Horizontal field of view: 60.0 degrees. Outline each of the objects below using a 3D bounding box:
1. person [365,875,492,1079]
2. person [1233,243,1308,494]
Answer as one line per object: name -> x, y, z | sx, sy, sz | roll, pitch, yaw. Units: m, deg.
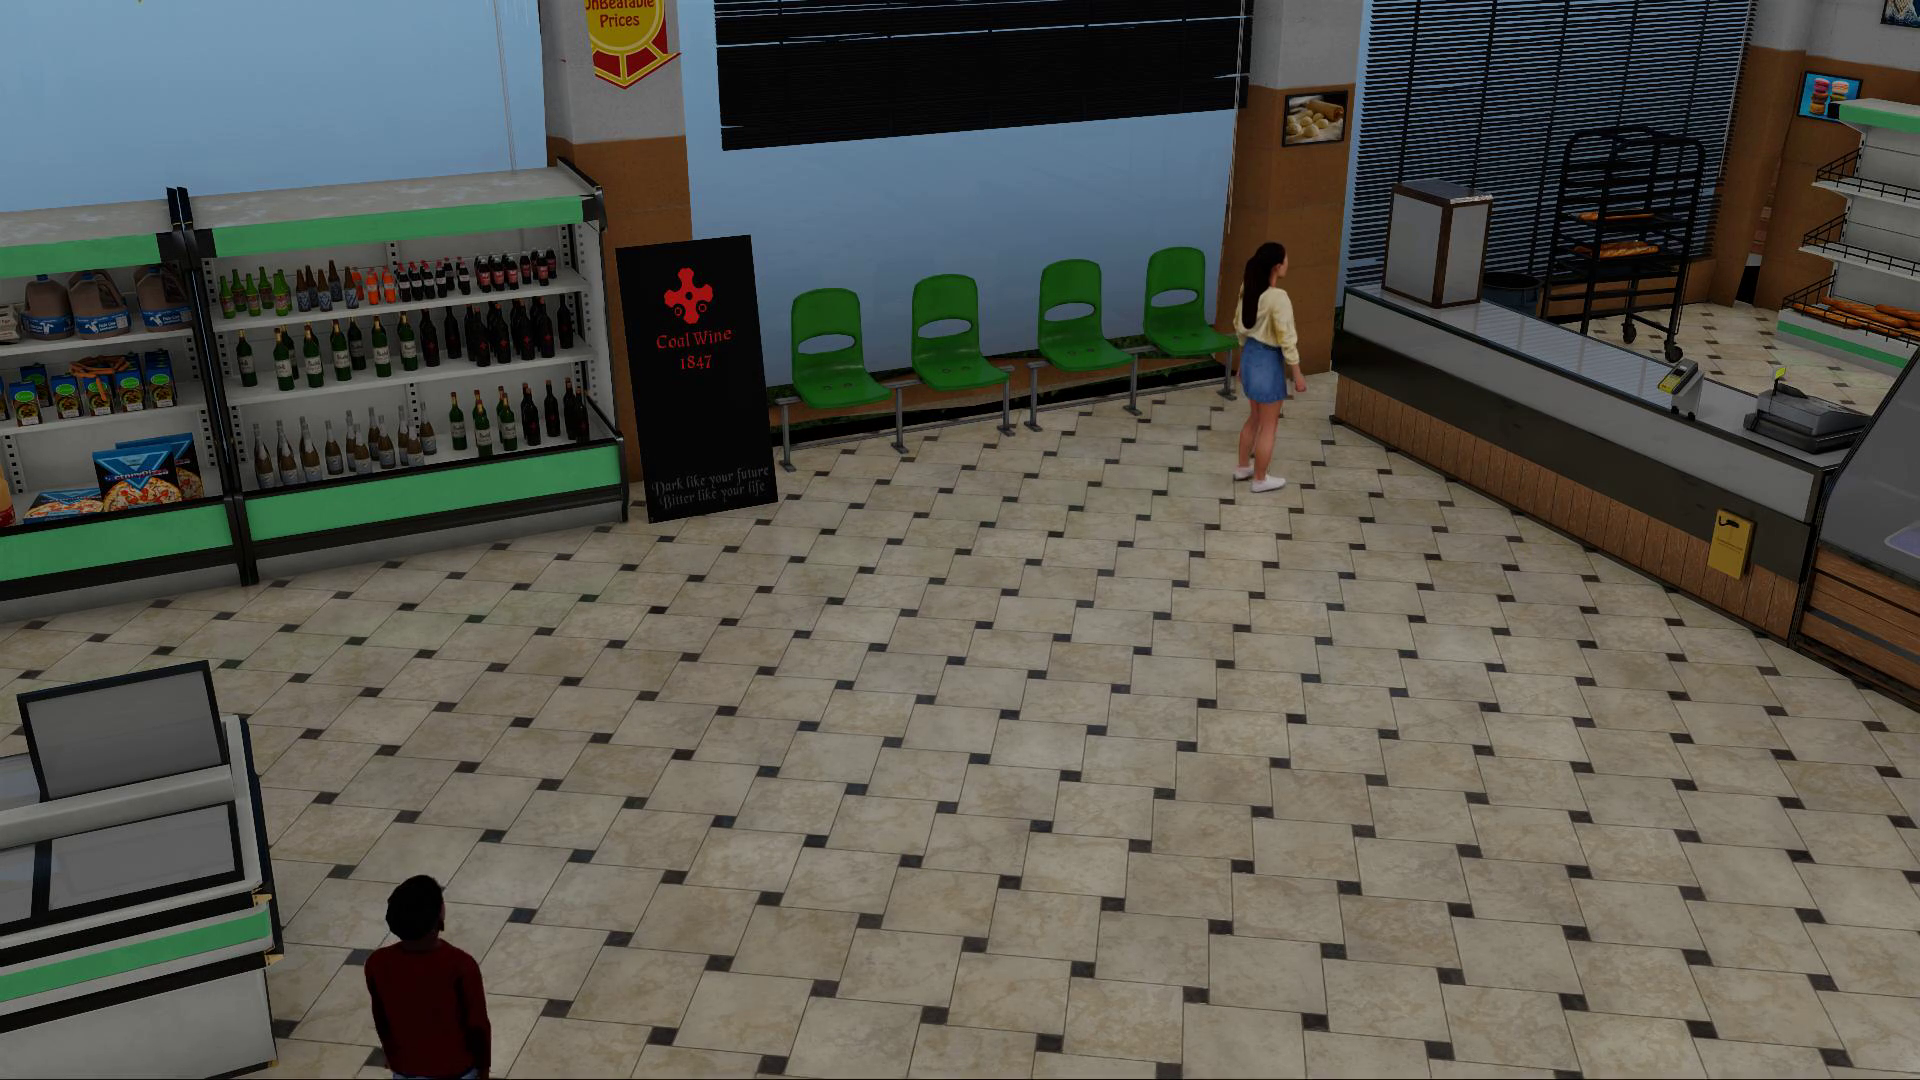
person -> -1.588, 1.577, 4.972 | 0.841, 1.242, 0.724 | -3, 24, -7
person -> 1.892, -1.072, 10.545 | 0.599, 1.628, 0.642 | -11, 26, -23
